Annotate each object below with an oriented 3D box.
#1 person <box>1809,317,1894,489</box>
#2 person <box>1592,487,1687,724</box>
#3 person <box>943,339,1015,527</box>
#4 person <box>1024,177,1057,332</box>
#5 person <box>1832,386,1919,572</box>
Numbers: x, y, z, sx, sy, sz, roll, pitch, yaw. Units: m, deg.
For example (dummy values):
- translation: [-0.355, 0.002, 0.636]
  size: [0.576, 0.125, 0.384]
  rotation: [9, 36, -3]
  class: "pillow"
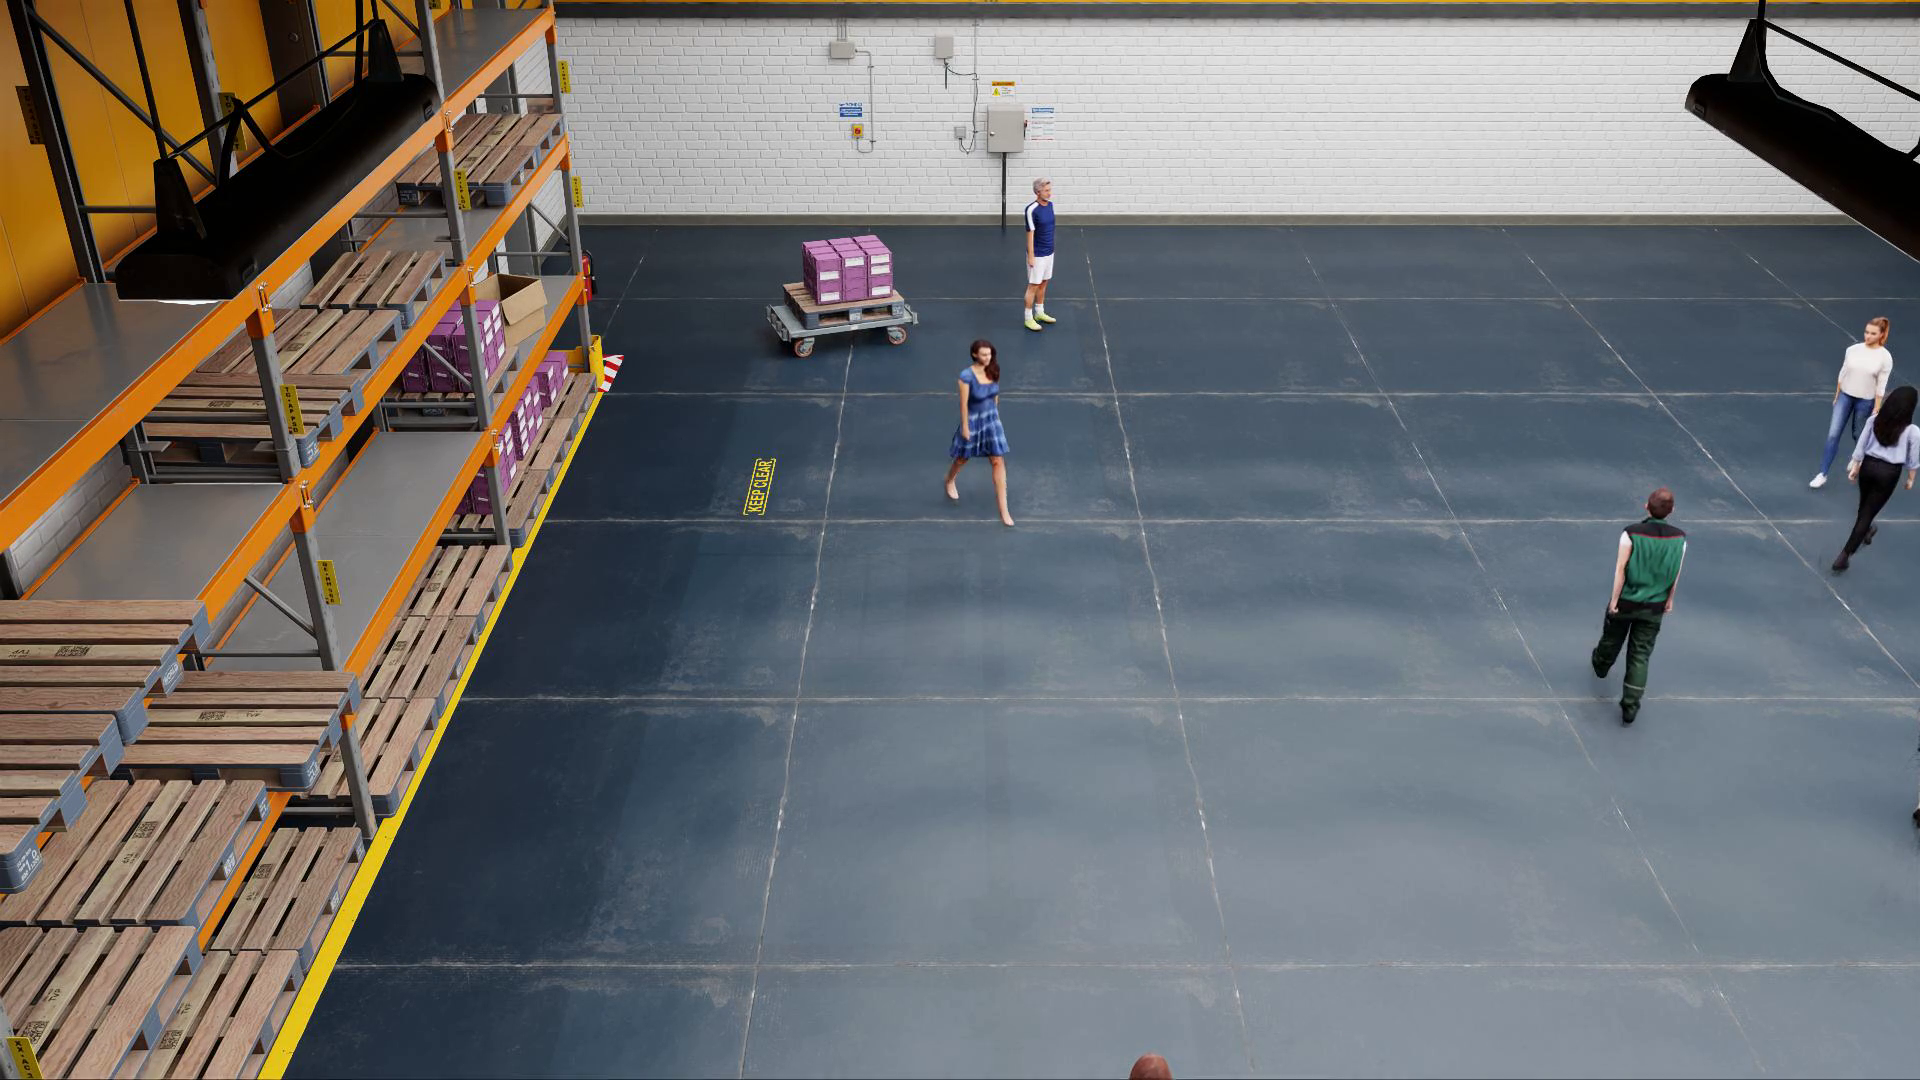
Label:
- translation: [8.741, -1.341, 16.139]
  size: [1.123, 1.683, 1.111]
  rotation: [-23, 36, -35]
  class: "person"
- translation: [5.151, 0.518, 12.628]
  size: [0.788, 1.780, 1.161]
  rotation: [6, 29, 10]
  class: "person"
- translation: [0.123, -1.032, 15.489]
  size: [1.063, 1.762, 1.228]
  rotation: [-19, 34, -31]
  class: "person"
- translation: [0.956, -3.437, 19.819]
  size: [0.783, 1.837, 0.683]
  rotation: [19, 34, 30]
  class: "person"
- translation: [8.003, -0.497, 14.572]
  size: [1.169, 1.702, 1.135]
  rotation: [-23, 36, -36]
  class: "person"
